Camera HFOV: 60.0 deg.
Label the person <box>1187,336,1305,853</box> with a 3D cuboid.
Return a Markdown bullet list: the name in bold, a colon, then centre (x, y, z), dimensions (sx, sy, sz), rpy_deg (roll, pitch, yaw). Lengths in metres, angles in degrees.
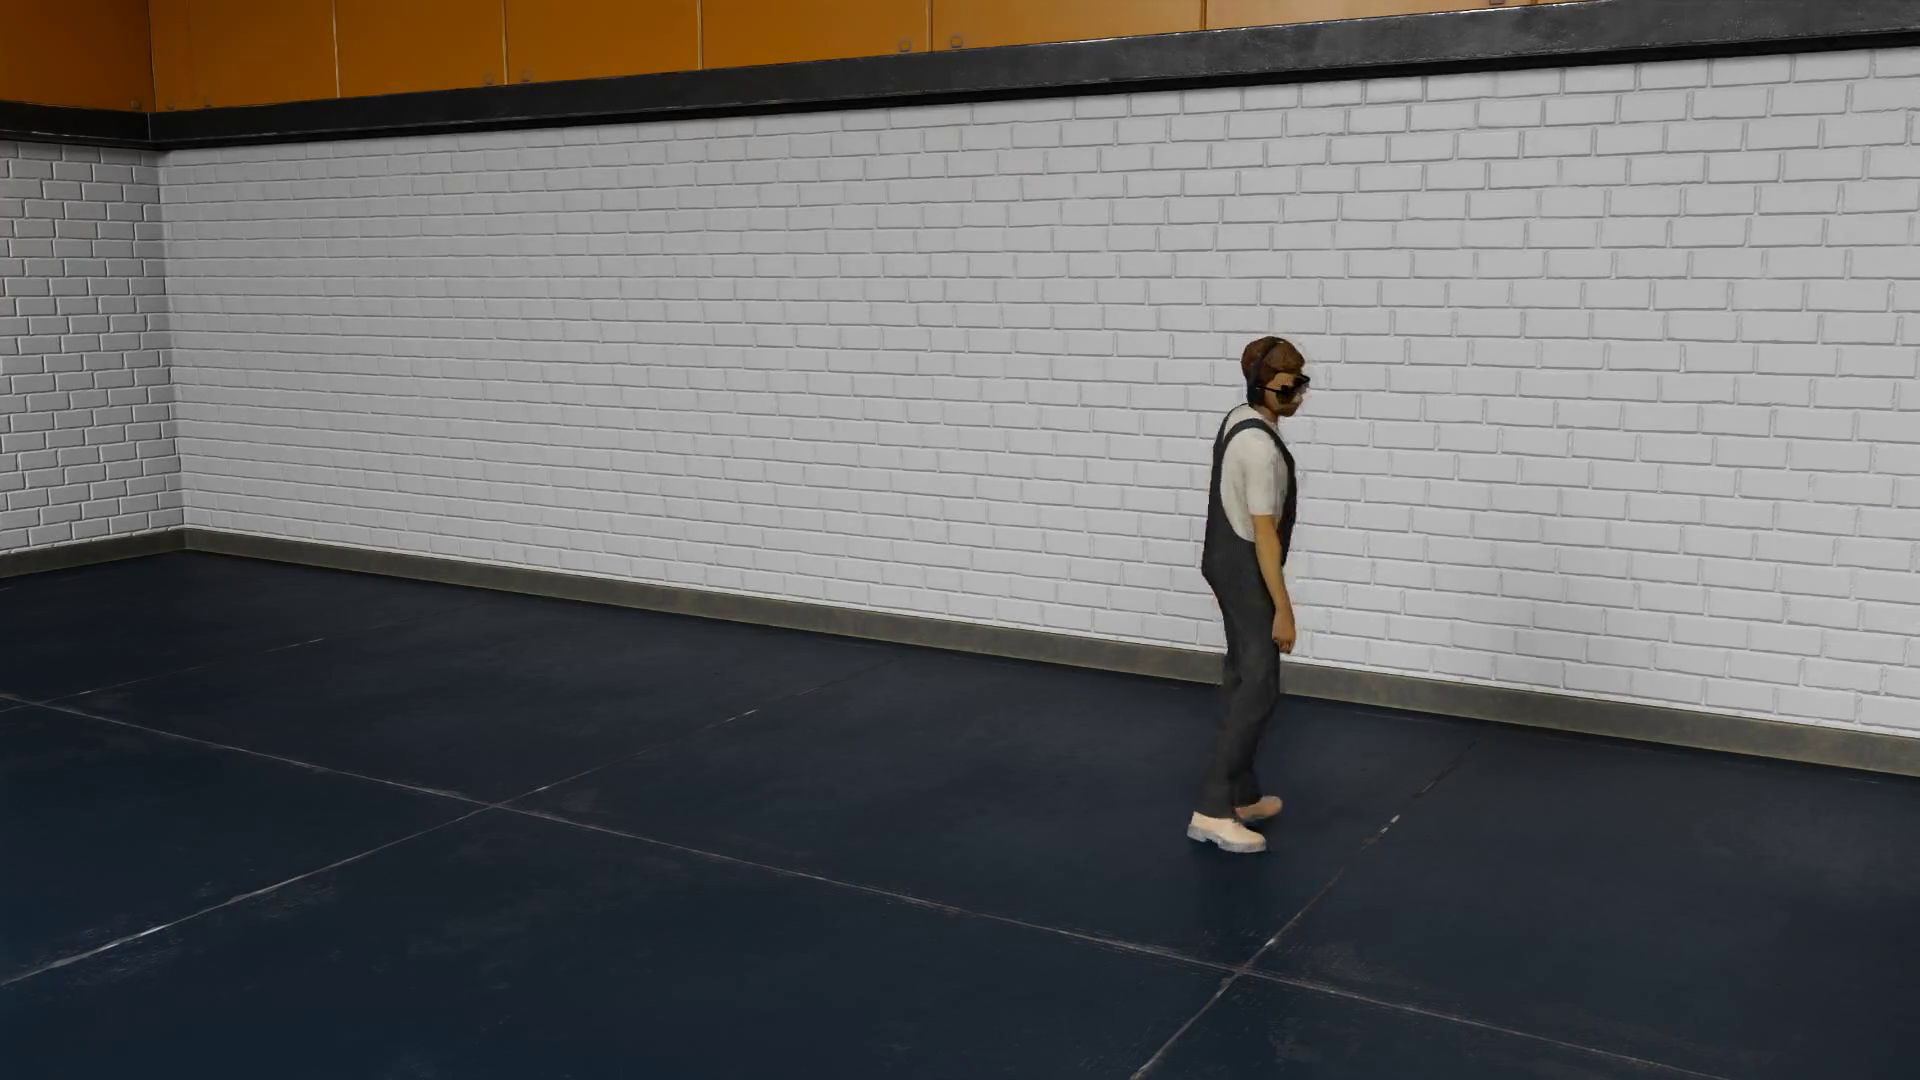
- **person**: centre (1.010, 0.183, 5.915), dimensions (0.464, 1.812, 0.604), rpy_deg (-1, 9, -3)
